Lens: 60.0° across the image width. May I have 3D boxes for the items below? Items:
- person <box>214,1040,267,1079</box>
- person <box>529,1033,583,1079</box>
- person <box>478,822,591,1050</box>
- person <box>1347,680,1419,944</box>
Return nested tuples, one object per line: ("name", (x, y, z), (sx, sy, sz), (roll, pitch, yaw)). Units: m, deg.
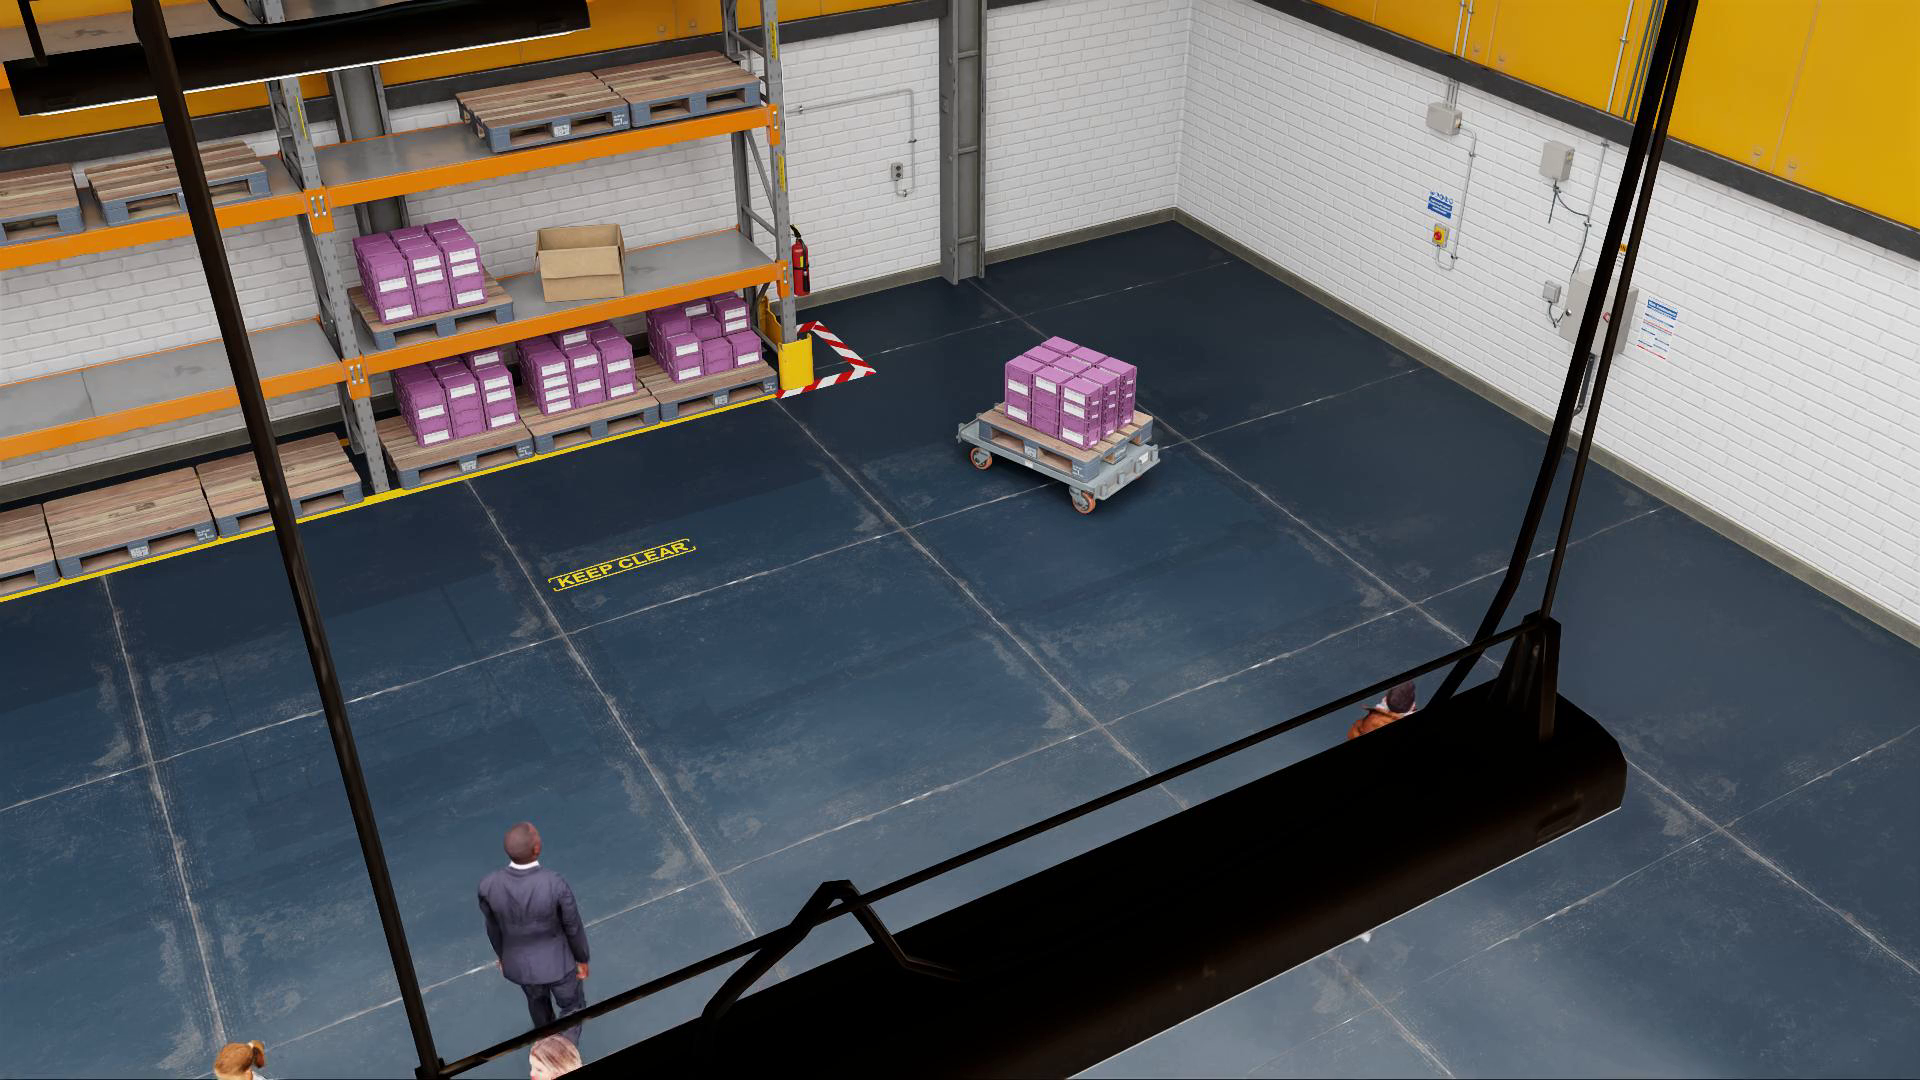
("person", (-3.470, 2.956, 8.419), (0.702, 1.297, 0.801), (21, 39, 29))
("person", (-1.768, 2.966, 8.080), (1.028, 1.655, 1.214), (14, 36, 20))
("person", (-2.270, 2.305, 8.937), (1.032, 1.806, 1.051), (3, 34, 4))
("person", (2.521, 1.643, 9.921), (0.918, 1.820, 1.054), (22, 39, 29))
